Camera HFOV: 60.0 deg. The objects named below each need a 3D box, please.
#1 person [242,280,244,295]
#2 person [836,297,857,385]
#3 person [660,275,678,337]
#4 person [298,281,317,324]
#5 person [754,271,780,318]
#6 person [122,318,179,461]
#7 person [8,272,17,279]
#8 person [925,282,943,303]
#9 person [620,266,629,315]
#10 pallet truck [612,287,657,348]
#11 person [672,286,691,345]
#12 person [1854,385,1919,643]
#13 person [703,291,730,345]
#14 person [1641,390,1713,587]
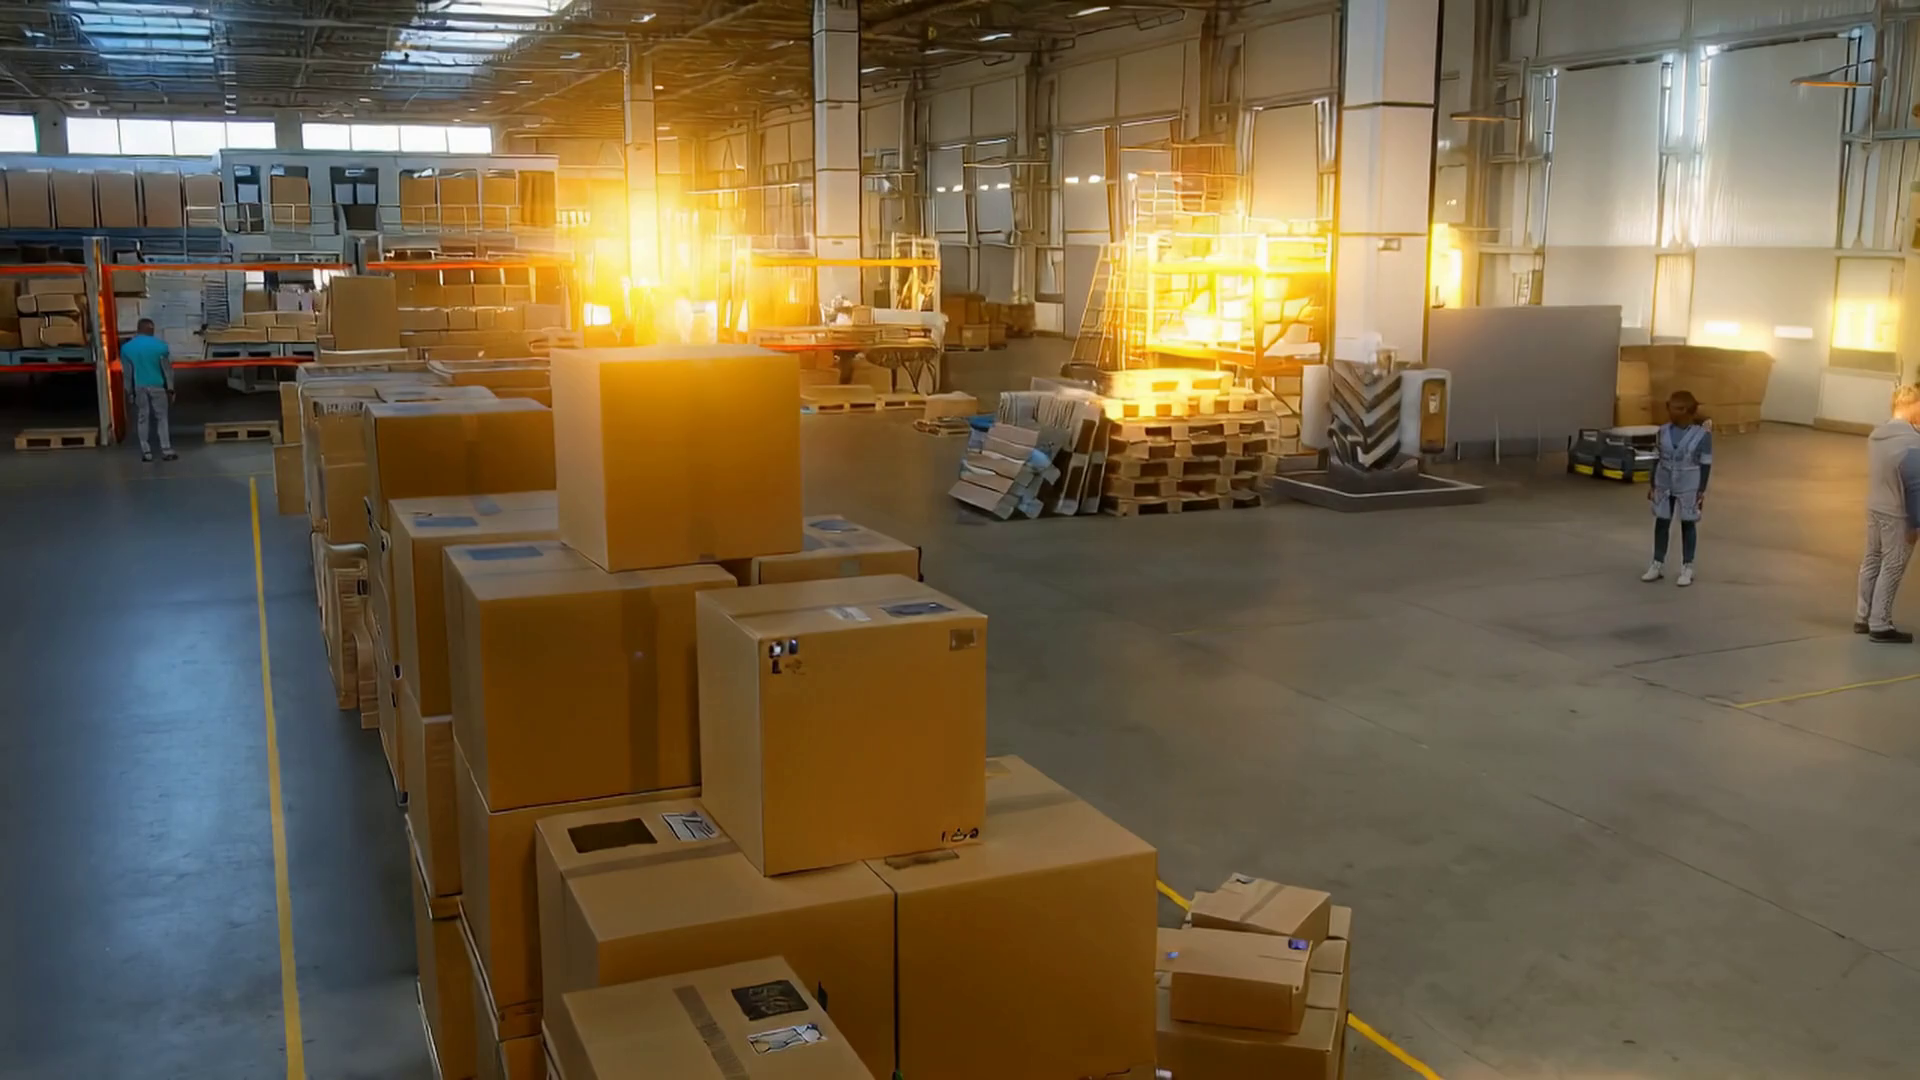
[{"bbox_3d":[-29.706,-10.330,69.066,0.530,1.604,0.695,9,14,40],"label":"person"},{"bbox_3d":[-2.108,-3.541,30.875,0.389,1.916,0.602,-3,11,-16],"label":"person"},{"bbox_3d":[-8.919,-7.173,50.960,0.544,1.893,0.992,6,12,30],"label":"person"},{"bbox_3d":[-17.435,-5.996,44.553,0.451,1.853,0.563,6,12,31],"label":"person"},{"bbox_3d":[-7.296,-9.230,62.575,0.907,1.799,0.663,2,10,9],"label":"person"},{"bbox_3d":[-10.913,-2.023,22.436,0.628,1.940,0.373,-1,10,-3],"label":"person"},{"bbox_3d":[-29.626,-7.446,52.312,0.604,1.950,0.549,3,11,15],"label":"person"},{"bbox_3d":[-0.815,-7.081,50.397,0.590,1.912,0.668,4,11,20],"label":"person"},{"bbox_3d":[-12.964,-9.720,64.858,0.604,1.937,0.403,2,10,11],"label":"person"},{"bbox_3d":[-6.464,-4.406,35.401,0.823,1.965,1.885,6,12,32],"label":"pallet truck"},{"bbox_3d":[-6.210,-4.708,37.236,0.355,1.936,0.635,3,11,17],"label":"person"},{"bbox_3d":[6.947,-0.188,12.365,0.387,1.927,0.639,0,10,0],"label":"person"},{"bbox_3d":[-5.576,-4.816,38.196,0.641,1.809,0.810,-3,11,-17],"label":"person"},{"bbox_3d":[6.215,-0.448,14.416,0.316,1.695,0.541,-10,14,-43],"label":"person"}]
